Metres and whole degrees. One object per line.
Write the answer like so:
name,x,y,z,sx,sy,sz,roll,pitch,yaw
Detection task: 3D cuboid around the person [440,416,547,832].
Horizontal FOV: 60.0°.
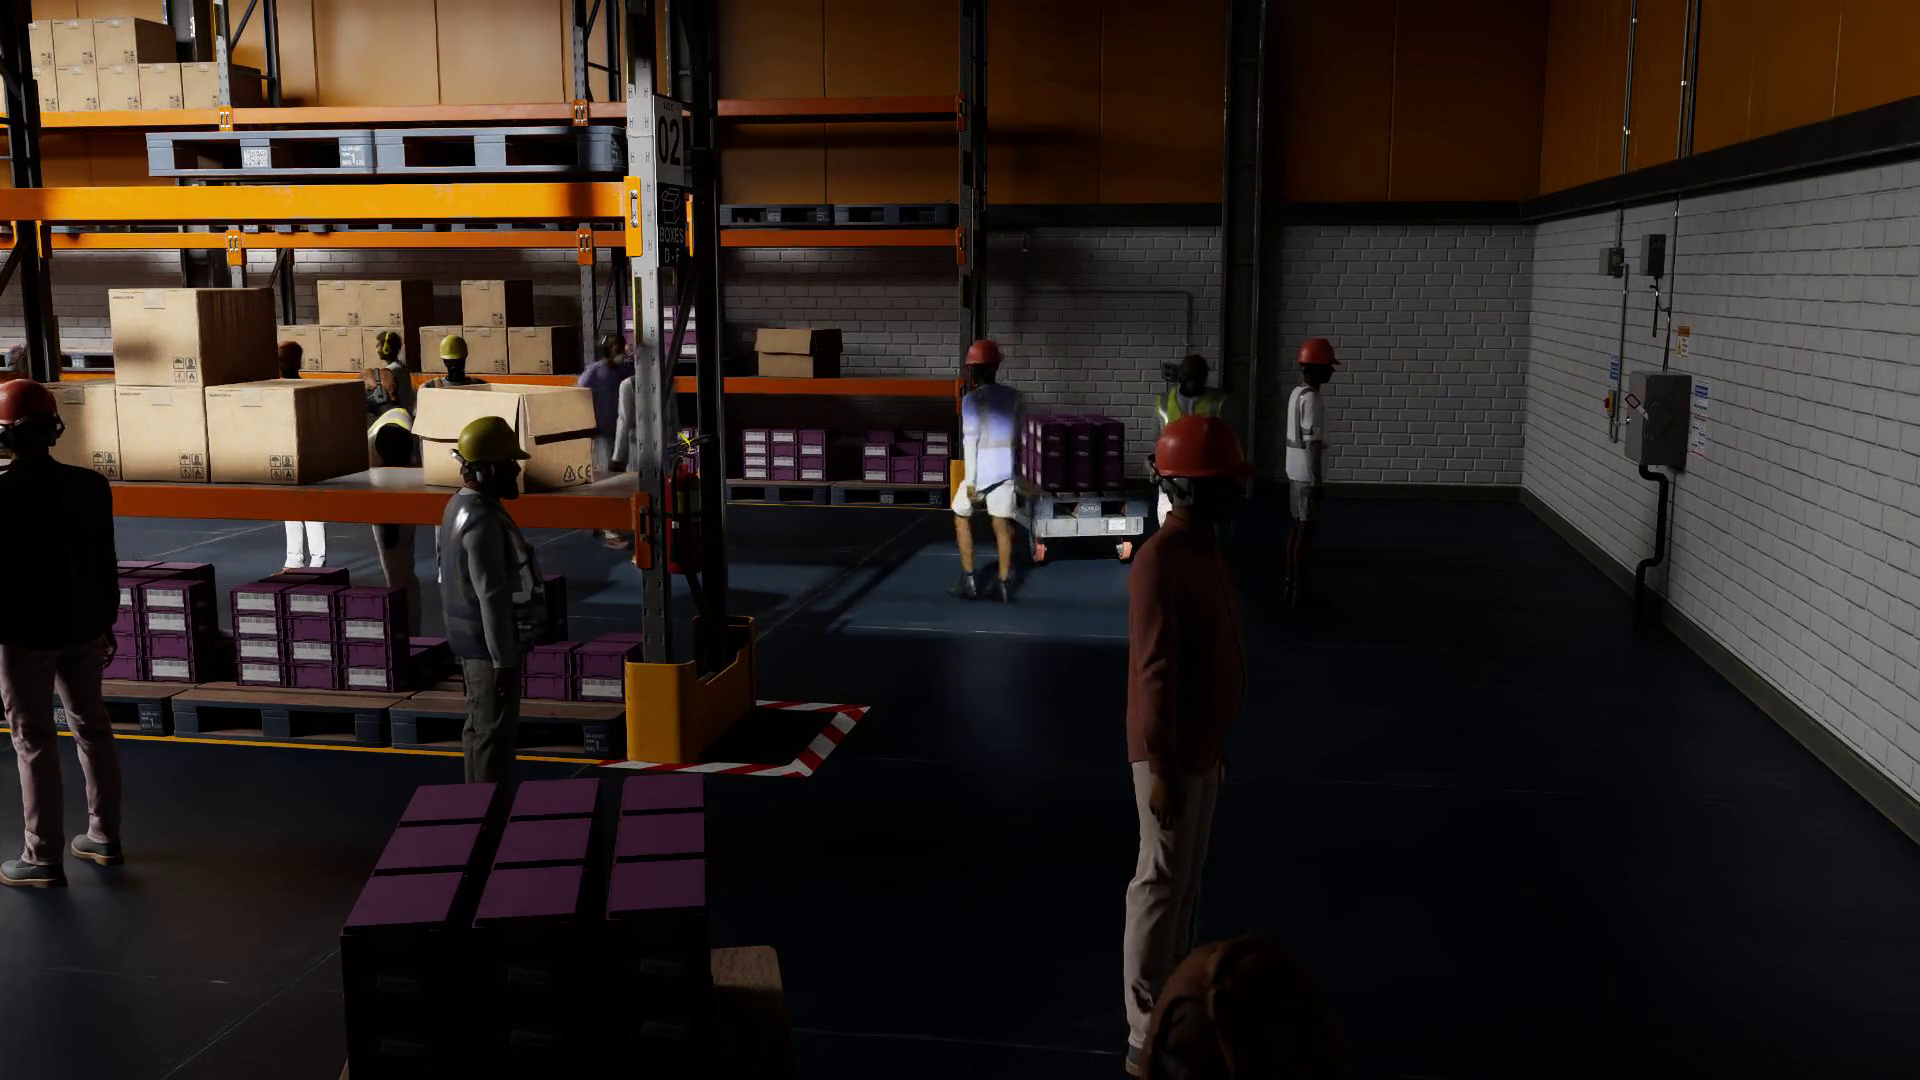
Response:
person,-1.891,0.410,6.783,0.404,1.831,0.600,-4,10,-25

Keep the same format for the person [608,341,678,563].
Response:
person,-2.528,-0.705,13.643,0.501,1.856,0.625,6,11,35

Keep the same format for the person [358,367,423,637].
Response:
person,-3.499,-0.138,10.191,0.428,1.837,0.622,-4,10,-22

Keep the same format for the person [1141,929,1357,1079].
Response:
person,0.341,1.267,2.083,0.503,1.631,0.283,4,10,26

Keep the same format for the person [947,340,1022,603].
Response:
person,0.157,-0.502,12.184,0.552,1.919,0.632,-7,11,-36

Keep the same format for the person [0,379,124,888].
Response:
person,-3.606,0.365,6.562,0.381,1.994,0.622,4,10,24

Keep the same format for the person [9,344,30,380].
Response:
person,-6.702,-0.509,12.319,0.528,1.885,0.669,-1,9,-4

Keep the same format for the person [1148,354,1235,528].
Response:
person,1.717,-0.480,12.365,0.657,1.814,0.616,3,10,19

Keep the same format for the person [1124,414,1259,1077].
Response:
person,0.682,0.618,4.985,0.378,1.996,0.610,4,10,21

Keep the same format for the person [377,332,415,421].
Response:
person,-5.582,-1.101,16.189,0.941,1.818,0.555,0,9,-2

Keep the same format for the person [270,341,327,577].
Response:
person,-5.123,-0.590,12.827,0.586,1.883,0.342,5,11,30

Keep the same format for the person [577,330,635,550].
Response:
person,-3.135,-0.888,14.604,0.727,1.914,0.648,7,11,36

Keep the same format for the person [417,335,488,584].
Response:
person,-3.879,-0.623,12.897,0.595,1.925,0.370,-5,11,-30

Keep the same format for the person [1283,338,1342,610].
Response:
person,2.528,-0.474,11.941,0.359,1.936,0.552,0,9,0
